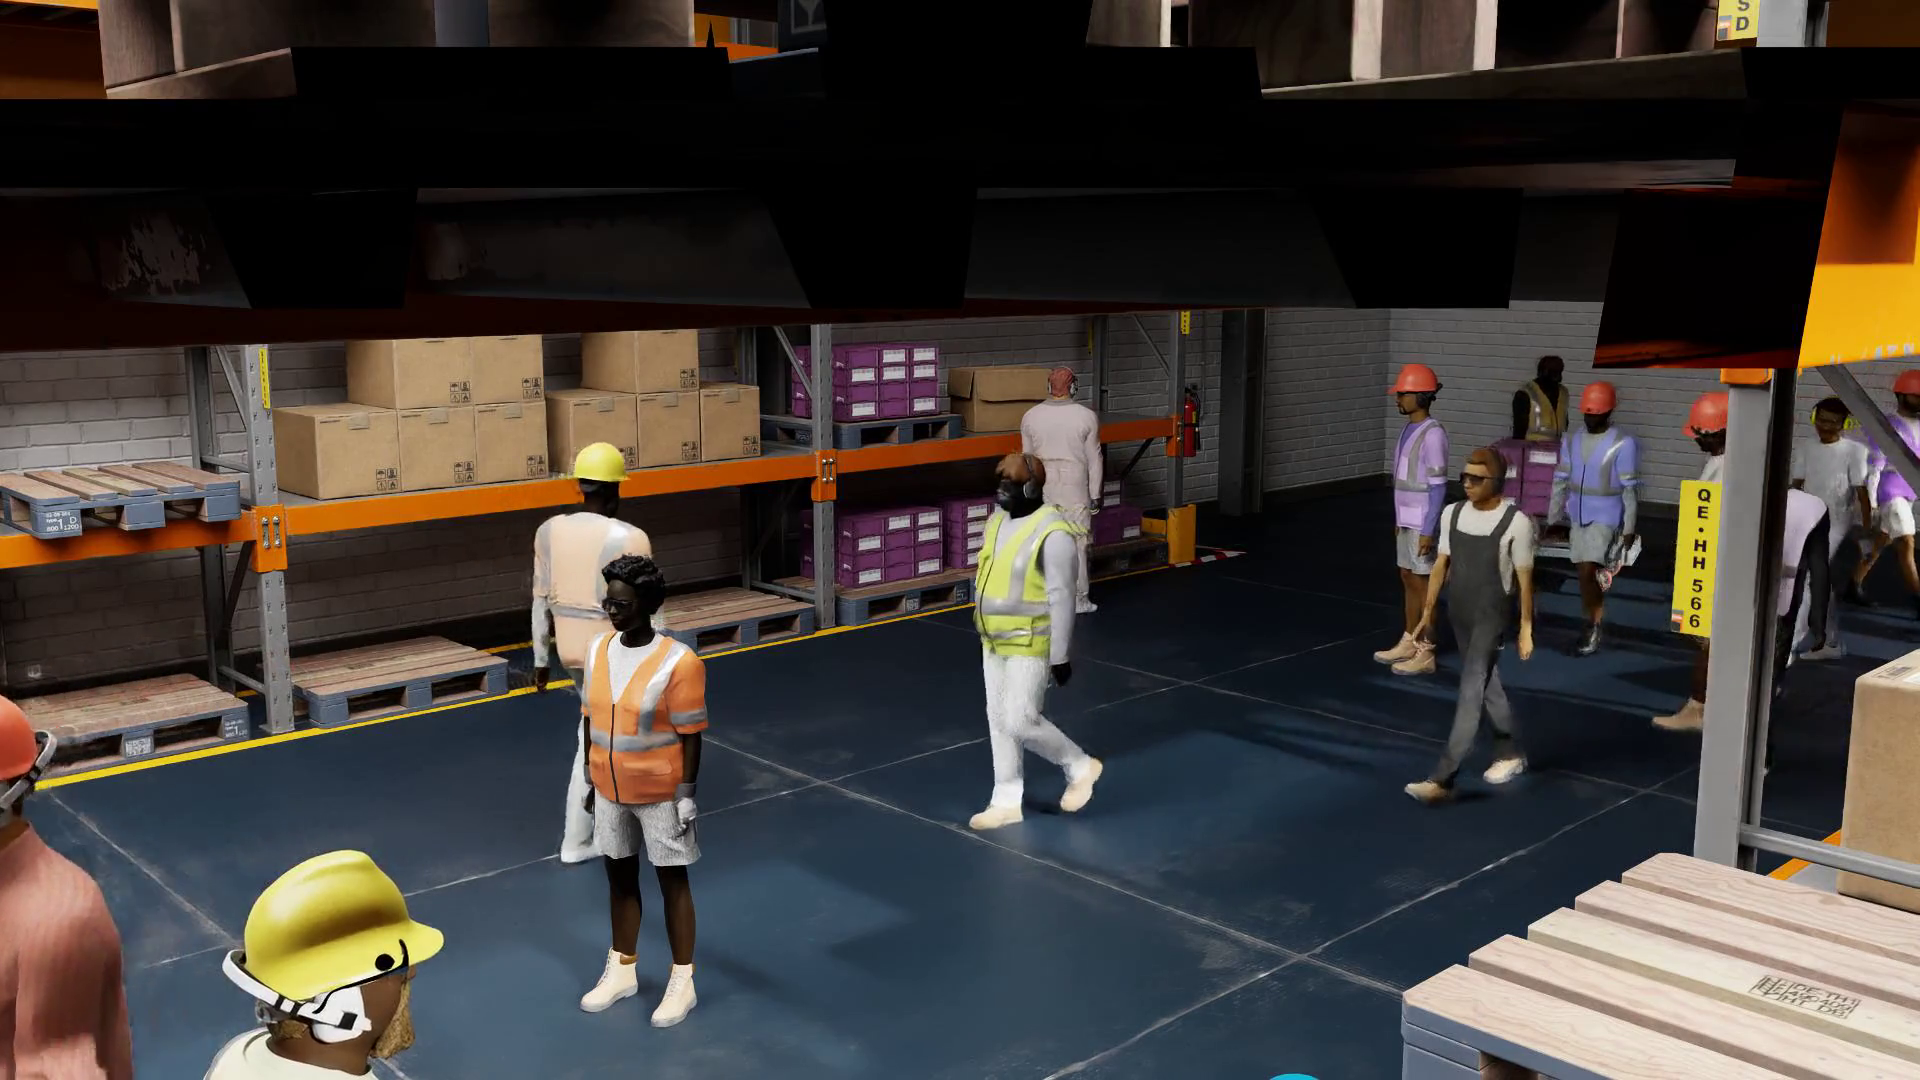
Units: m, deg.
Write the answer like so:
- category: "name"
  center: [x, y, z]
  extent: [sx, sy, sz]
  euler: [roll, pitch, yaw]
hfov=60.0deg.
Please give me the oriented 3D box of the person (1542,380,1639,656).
- category: "person"
  center: [4.291, -0.139, 11.341]
  extent: [0.556, 1.904, 0.570]
  euler: [-6, 11, -30]

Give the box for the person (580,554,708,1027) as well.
- category: "person"
  center: [-1.143, 0.887, 5.951]
  extent: [0.532, 1.697, 0.319]
  euler: [5, 11, 26]

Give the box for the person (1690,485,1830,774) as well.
- category: "person"
  center: [4.079, 0.375, 8.507]
  extent: [0.609, 1.862, 0.996]
  euler: [7, 12, 37]

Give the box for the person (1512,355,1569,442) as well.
- category: "person"
  center: [5.485, -0.869, 15.886]
  extent: [0.658, 1.819, 0.633]
  euler: [-4, 11, -23]

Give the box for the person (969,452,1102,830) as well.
- category: "person"
  center: [0.335, 0.483, 7.947]
  extent: [0.553, 1.827, 0.631]
  euler: [-5, 11, -28]

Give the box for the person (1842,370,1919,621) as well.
- category: "person"
  center: [7.190, -0.351, 12.657]
  extent: [0.547, 1.884, 0.996]
  euler: [-5, 11, -29]

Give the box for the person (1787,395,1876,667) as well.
- category: "person"
  center: [5.658, -0.048, 11.043]
  extent: [0.864, 1.820, 0.615]
  euler: [-3, 10, -19]

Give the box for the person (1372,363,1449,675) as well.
- category: "person"
  center: [2.974, -0.133, 10.912]
  extent: [0.396, 2.044, 0.609]
  euler: [-1, 10, -3]

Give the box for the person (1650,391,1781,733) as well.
- category: "person"
  center: [4.325, 0.151, 9.403]
  extent: [0.588, 1.998, 0.658]
  euler: [3, 10, 16]

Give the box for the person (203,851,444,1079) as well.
- category: "person"
  center: [-0.956, 1.382, 2.657]
  extent: [0.403, 1.833, 0.586]
  euler: [-9, 13, -41]

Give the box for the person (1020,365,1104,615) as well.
- category: "person"
  center: [0.794, -0.377, 12.735]
  extent: [0.643, 1.911, 0.410]
  euler: [4, 10, 21]

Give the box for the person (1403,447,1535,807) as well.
- category: "person"
  center: [2.618, 0.420, 8.419]
  extent: [0.986, 1.797, 0.508]
  euler: [-7, 12, -34]

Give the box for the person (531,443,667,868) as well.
- category: "person"
  center: [-1.592, 0.494, 7.674]
  extent: [0.609, 1.882, 0.916]
  euler: [5, 11, 27]

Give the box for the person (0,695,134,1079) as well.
- category: "person"
  center: [-1.792, 1.227, 3.257]
  extent: [0.620, 1.952, 1.015]
  euler: [7, 12, 35]
